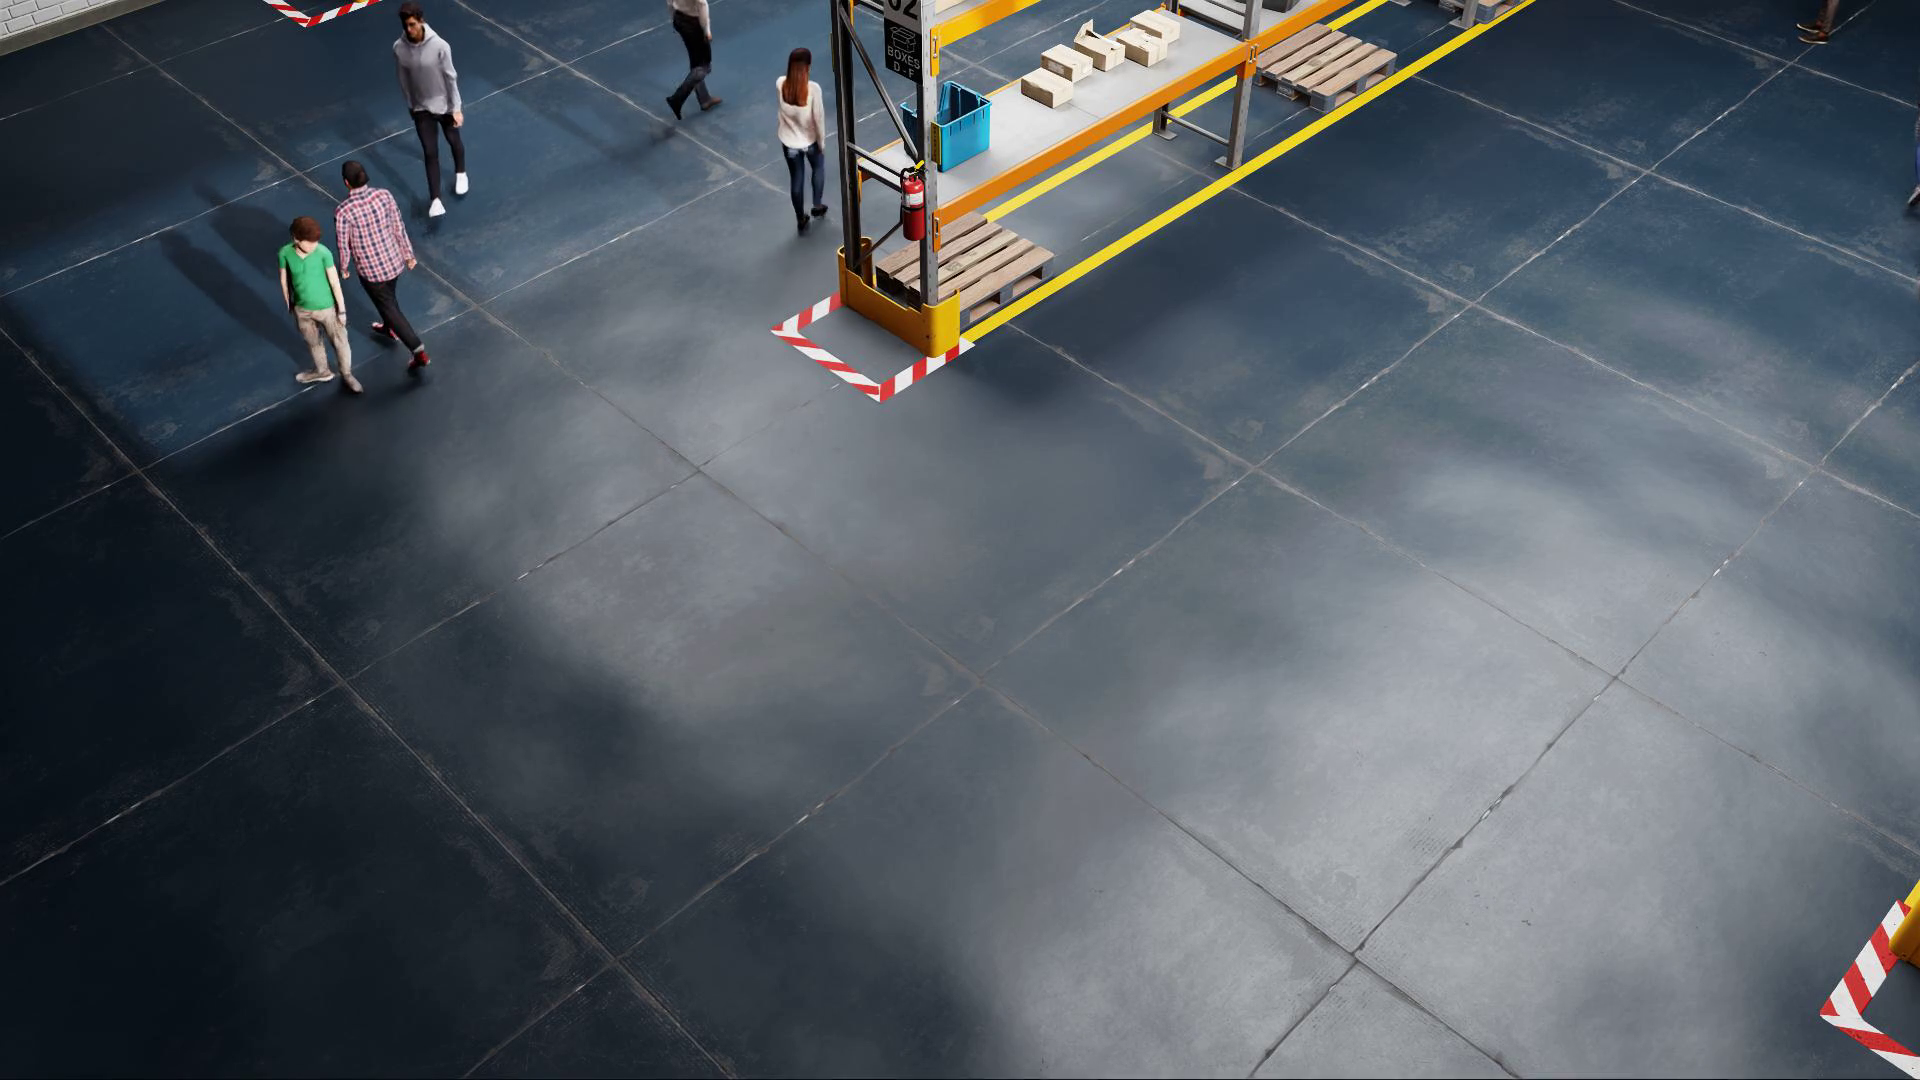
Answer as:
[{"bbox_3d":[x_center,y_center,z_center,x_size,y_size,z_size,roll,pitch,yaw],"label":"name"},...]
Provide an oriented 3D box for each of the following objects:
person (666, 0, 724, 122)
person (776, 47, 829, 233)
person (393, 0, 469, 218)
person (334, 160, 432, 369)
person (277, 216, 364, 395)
[{"bbox_3d":[-2.602,-4.838,15.753,0.708,1.853,0.984,30,51,28],"label":"person"},{"bbox_3d":[-1.391,-3.410,14.384,0.763,1.674,0.798,8,44,9],"label":"person"},{"bbox_3d":[-4.627,-3.900,14.739,1.159,1.893,1.151,-5,44,-6],"label":"person"},{"bbox_3d":[-4.500,-2.127,12.984,0.883,1.746,1.097,25,49,24],"label":"person"},{"bbox_3d":[-4.970,-1.821,12.755,0.835,1.620,0.898,7,44,7],"label":"person"}]
